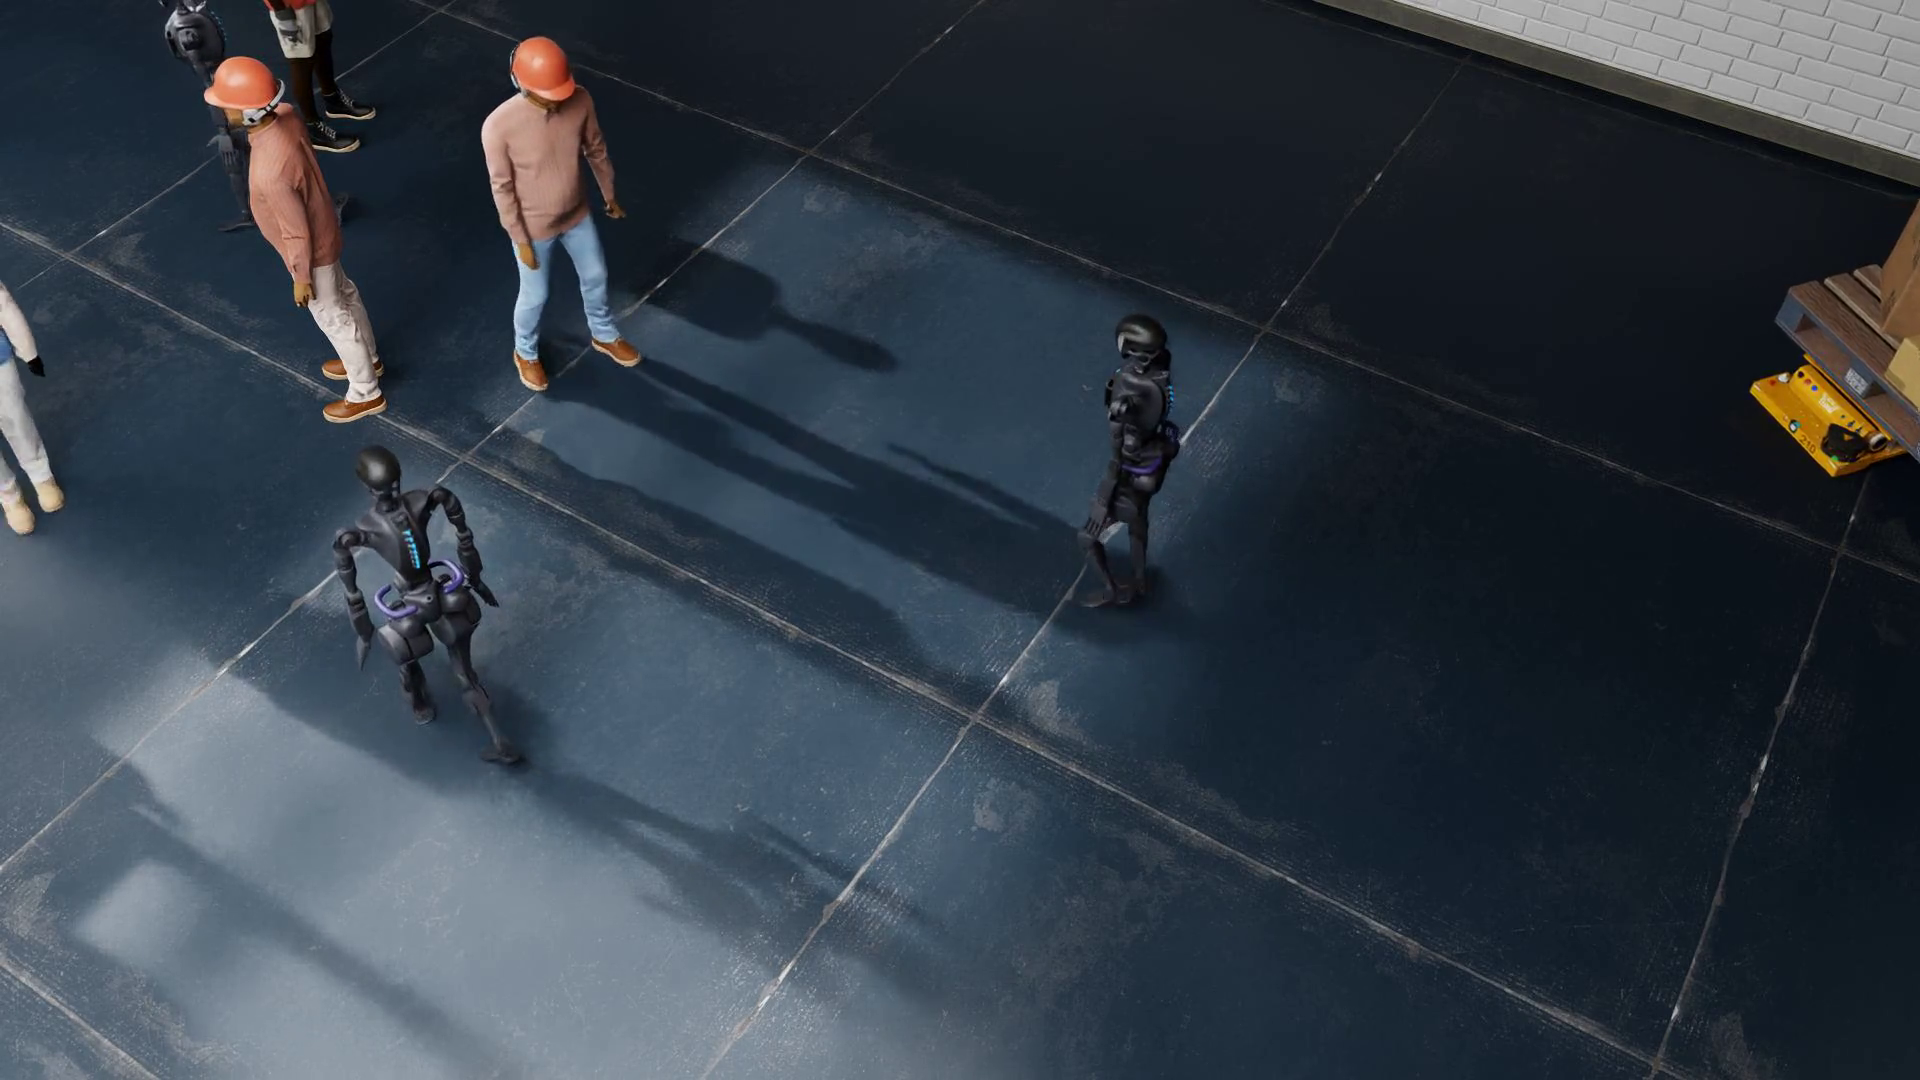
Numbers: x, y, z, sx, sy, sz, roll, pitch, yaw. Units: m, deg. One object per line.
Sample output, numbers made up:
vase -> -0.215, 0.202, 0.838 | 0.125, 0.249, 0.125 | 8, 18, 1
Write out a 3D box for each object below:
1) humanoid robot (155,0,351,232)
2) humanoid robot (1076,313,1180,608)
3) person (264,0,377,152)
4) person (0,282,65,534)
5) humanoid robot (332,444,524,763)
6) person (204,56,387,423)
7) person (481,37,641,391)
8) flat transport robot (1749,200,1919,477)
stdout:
humanoid robot -> -3.864, -2.352, 8.972 | 0.764, 1.647, 0.609 | -14, 50, -12
humanoid robot -> 0.746, -0.319, 7.160 | 0.361, 1.643, 0.609 | 21, 52, 18
person -> -3.762, -3.130, 9.437 | 0.379, 1.957, 0.597 | 4, 49, 4
person -> -4.457, -0.758, 7.442 | 0.658, 1.825, 0.549 | -29, 55, -23
humanoid robot -> -2.151, 0.294, 6.663 | 0.610, 1.624, 0.743 | -35, 57, -26
person -> -3.116, -1.414, 7.905 | 0.376, 1.997, 0.610 | -10, 50, -8
person -> -1.987, -1.578, 8.068 | 0.559, 1.966, 0.750 | 37, 58, 28
flat transport robot -> 4.853, -0.770, 8.488 | 1.431, 0.231, 0.659 | -15, 51, -13
